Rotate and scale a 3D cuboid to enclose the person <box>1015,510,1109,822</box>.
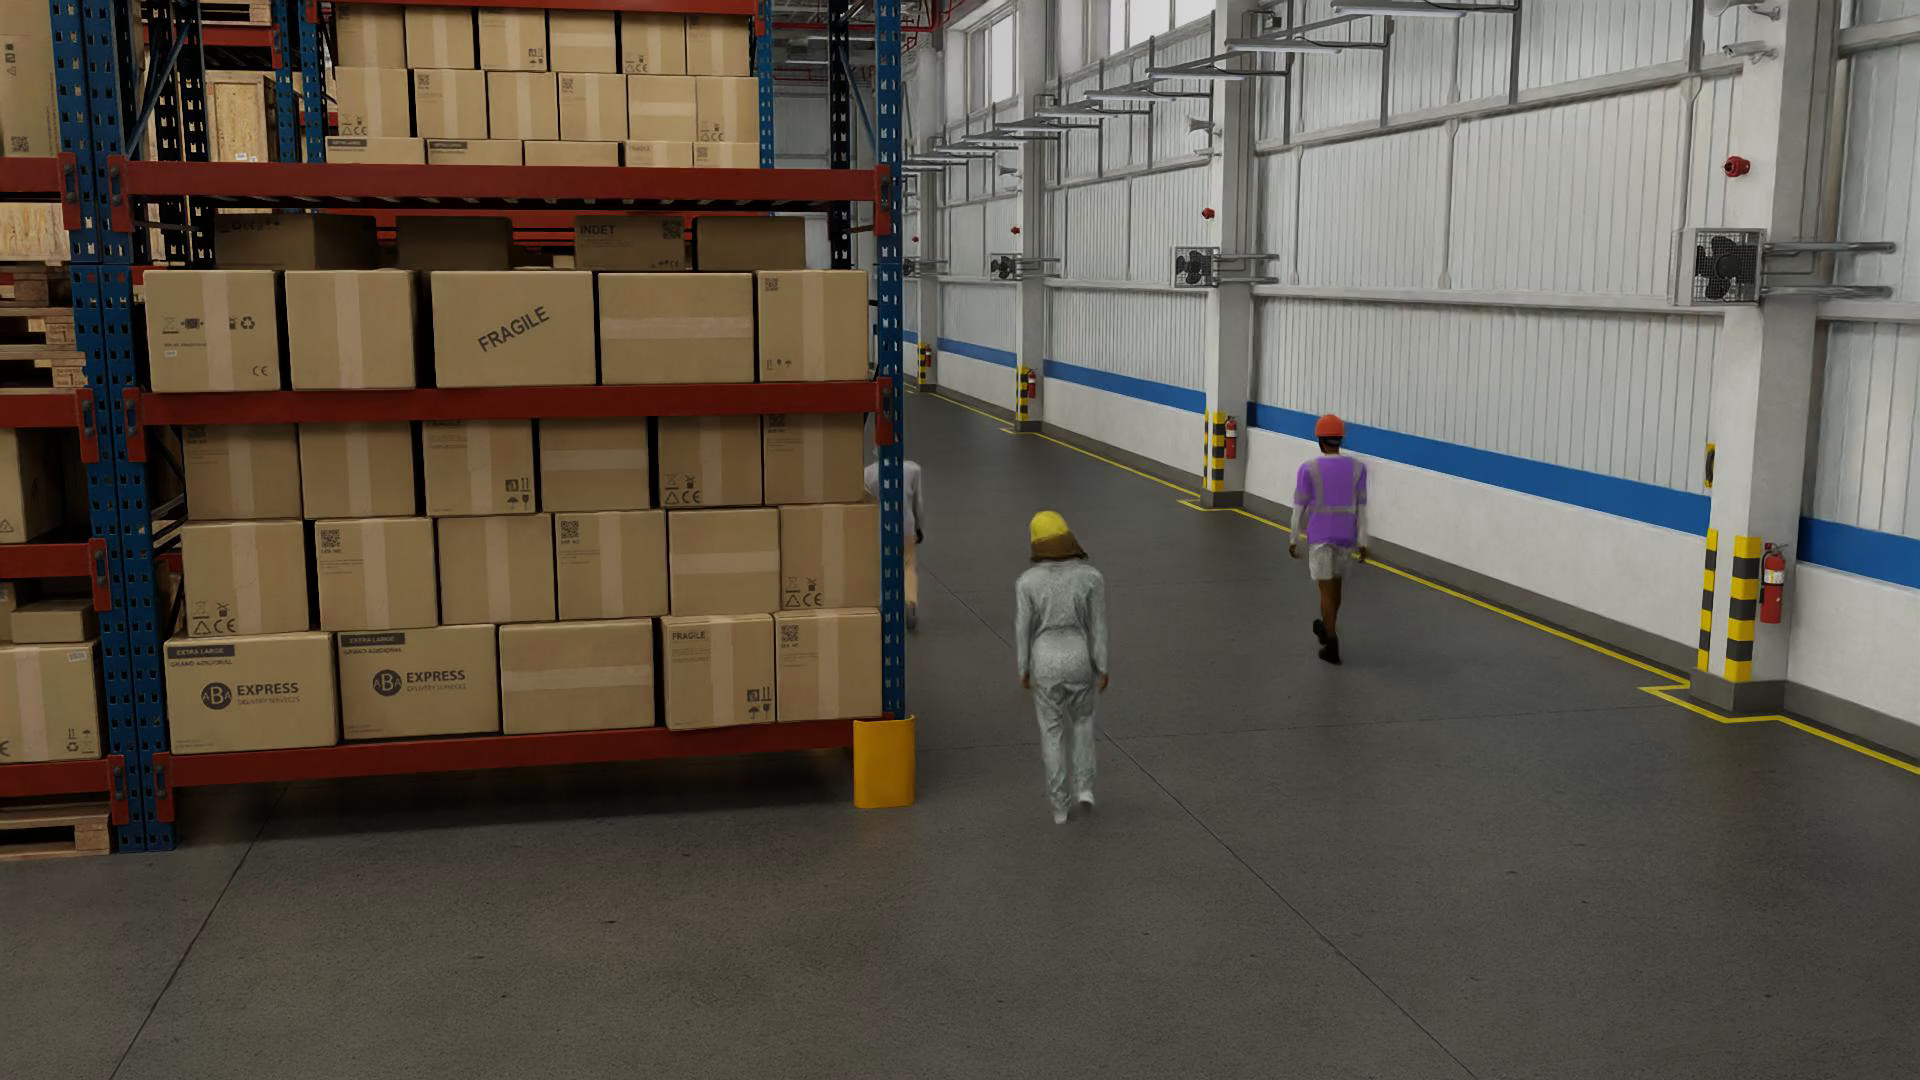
[{"bbox_3d":[0.555,0.692,9.142,0.518,1.705,0.414,0,9,0],"label":"person"}]

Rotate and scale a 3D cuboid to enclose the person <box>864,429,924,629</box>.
[{"bbox_3d":[-0.580,-0.112,13.949,0.591,1.733,0.664,-2,9,-11],"label":"person"}]

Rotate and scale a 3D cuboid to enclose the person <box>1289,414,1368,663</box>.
[{"bbox_3d":[2.862,-0.039,13.041,0.565,1.886,0.961,-1,9,-7],"label":"person"}]
